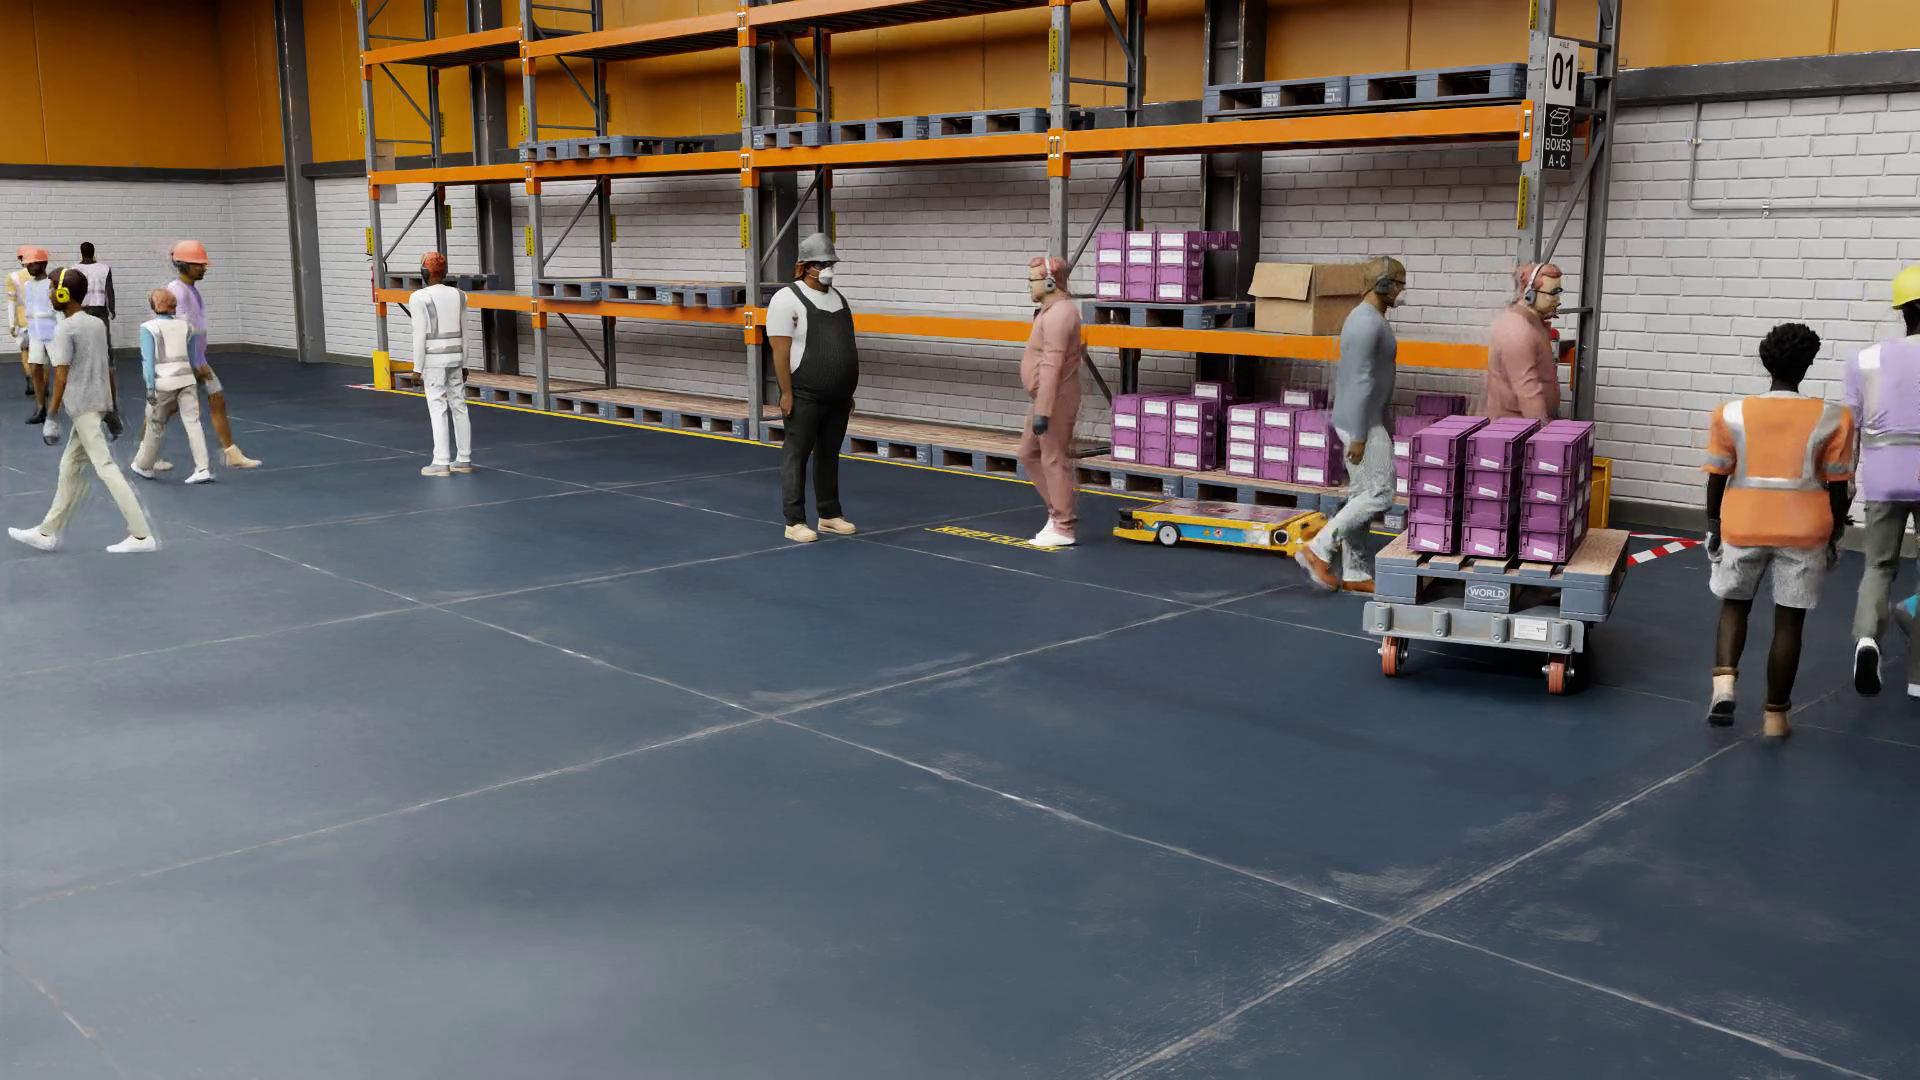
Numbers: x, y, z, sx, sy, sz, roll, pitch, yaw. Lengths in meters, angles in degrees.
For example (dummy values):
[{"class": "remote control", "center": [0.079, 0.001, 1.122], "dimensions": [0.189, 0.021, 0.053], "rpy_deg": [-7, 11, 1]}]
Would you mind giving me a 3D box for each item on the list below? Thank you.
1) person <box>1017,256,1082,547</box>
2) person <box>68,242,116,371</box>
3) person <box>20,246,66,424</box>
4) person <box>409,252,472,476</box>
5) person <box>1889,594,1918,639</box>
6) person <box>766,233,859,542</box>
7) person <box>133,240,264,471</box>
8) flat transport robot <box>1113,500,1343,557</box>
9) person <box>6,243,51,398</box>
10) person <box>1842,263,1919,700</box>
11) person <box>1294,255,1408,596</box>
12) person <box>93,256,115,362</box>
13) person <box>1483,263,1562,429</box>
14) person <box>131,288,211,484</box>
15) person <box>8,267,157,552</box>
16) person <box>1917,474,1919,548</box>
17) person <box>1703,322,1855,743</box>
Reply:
[{"class": "person", "center": [0.574, -0.881, 10.762], "dimensions": [0.444, 1.884, 0.657], "rpy_deg": [1, 10, 3]}, {"class": "person", "center": [-12.876, -3.454, 24.703], "dimensions": [0.595, 1.921, 0.386], "rpy_deg": [-5, 12, -26]}, {"class": "person", "center": [-9.882, -2.233, 18.074], "dimensions": [0.557, 1.914, 0.754], "rpy_deg": [2, 11, 10]}, {"class": "person", "center": [-4.383, -1.478, 14.036], "dimensions": [0.357, 1.881, 0.574], "rpy_deg": [7, 12, 32]}, {"class": "person", "center": [4.589, -0.251, 7.501], "dimensions": [0.598, 1.819, 0.632], "rpy_deg": [-7, 12, -33]}, {"class": "person", "center": [-0.922, -1.019, 11.100], "dimensions": [0.536, 2.000, 0.672], "rpy_deg": [9, 14, 40]}, {"class": "person", "center": [-6.649, -1.560, 14.240], "dimensions": [1.032, 1.994, 0.604], "rpy_deg": [-1, 10, -4]}, {"class": "flat transport robot", "center": [1.789, -0.095, 10.892], "dimensions": [1.431, 0.197, 0.652], "rpy_deg": [6, 12, 31]}, {"class": "person", "center": [-11.584, -2.741, 20.823], "dimensions": [0.572, 1.913, 0.511], "rpy_deg": [-7, 12, -32]}, {"class": "person", "center": [4.095, -0.230, 7.156], "dimensions": [0.606, 1.905, 0.570], "rpy_deg": [8, 13, 36]}, {"class": "person", "center": [2.227, -0.618, 9.266], "dimensions": [0.491, 1.918, 0.635], "rpy_deg": [2, 11, 13]}, {"class": "person", "center": [-13.796, -3.691, 26.480], "dimensions": [0.487, 1.746, 0.289], "rpy_deg": [0, 10, -2]}, {"class": "person", "center": [3.190, -0.580, 9.164], "dimensions": [0.880, 1.866, 0.659], "rpy_deg": [5, 11, 25]}, {"class": "person", "center": [-6.479, -1.258, 13.627], "dimensions": [0.896, 1.583, 0.533], "rpy_deg": [6, 12, 28]}, {"class": "person", "center": [-5.623, -0.806, 10.540], "dimensions": [0.961, 1.817, 0.551], "rpy_deg": [-1, 10, -3]}, {"class": "person", "center": [3.795, -0.025, 5.976], "dimensions": [0.632, 1.930, 0.710], "rpy_deg": [10, 14, 43]}, {"class": "person", "center": [3.244, -0.018, 6.636], "dimensions": [0.539, 1.686, 0.385], "rpy_deg": [7, 13, 34]}]
